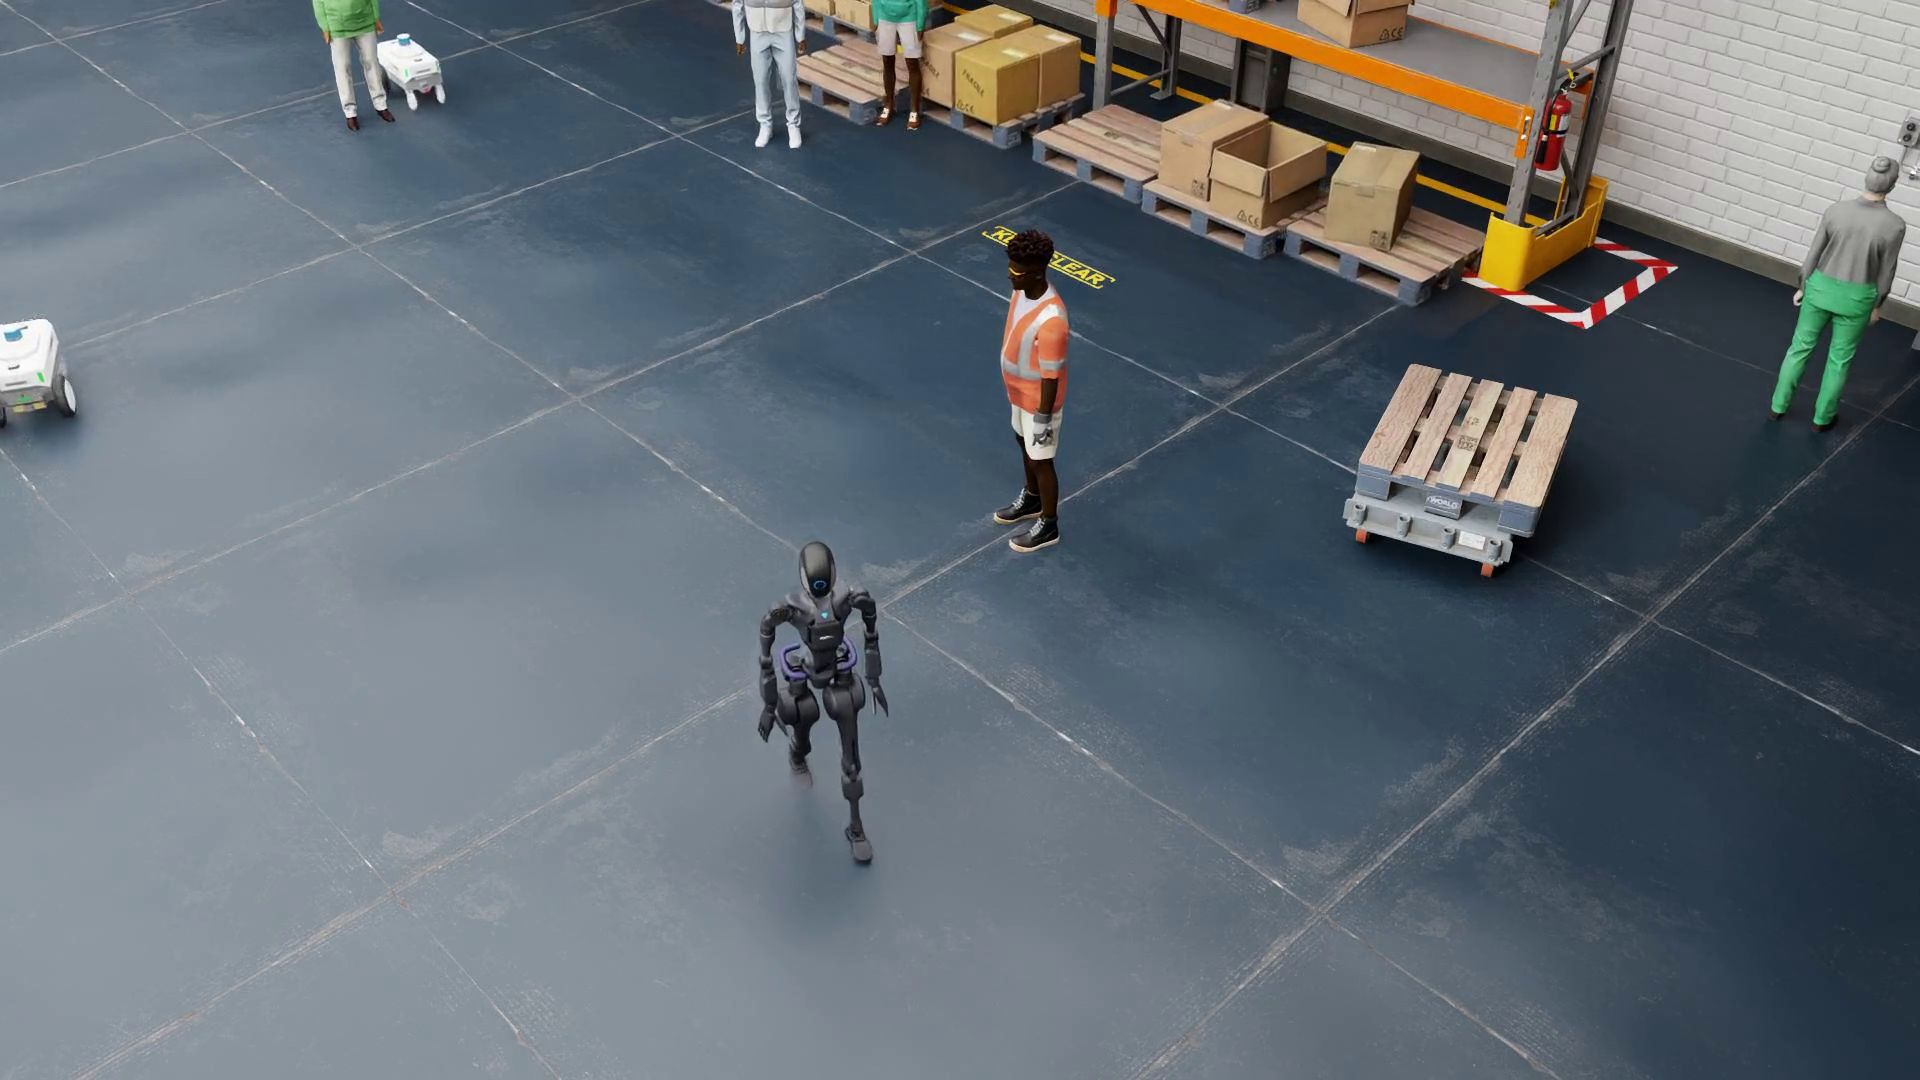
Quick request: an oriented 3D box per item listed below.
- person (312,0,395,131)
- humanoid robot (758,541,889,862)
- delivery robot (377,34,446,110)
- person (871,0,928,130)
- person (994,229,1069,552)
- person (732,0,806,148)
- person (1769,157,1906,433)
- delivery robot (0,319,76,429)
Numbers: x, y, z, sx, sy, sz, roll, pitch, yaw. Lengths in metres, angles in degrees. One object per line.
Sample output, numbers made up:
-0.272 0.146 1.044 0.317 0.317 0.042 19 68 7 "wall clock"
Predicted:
-5.168 -4.394 14.095 0.539 1.784 0.388 -20 42 -25 "person"
-0.631 0.662 7.531 0.610 1.622 0.794 -12 39 -16 "humanoid robot"
-4.930 -4.228 14.887 0.499 0.587 0.782 -24 43 -29 "delivery robot"
-0.507 -4.414 14.073 0.496 1.843 0.404 11 38 14 "person"
0.403 -0.829 9.236 0.365 1.958 0.583 -8 38 -10 "person"
-1.567 -4.187 13.721 0.595 1.908 0.408 0 37 0 "person"
5.424 -1.517 10.241 0.513 1.838 0.346 26 44 30 "person"
-6.044 -1.113 10.754 0.499 0.575 0.754 -12 39 -15 "delivery robot"
